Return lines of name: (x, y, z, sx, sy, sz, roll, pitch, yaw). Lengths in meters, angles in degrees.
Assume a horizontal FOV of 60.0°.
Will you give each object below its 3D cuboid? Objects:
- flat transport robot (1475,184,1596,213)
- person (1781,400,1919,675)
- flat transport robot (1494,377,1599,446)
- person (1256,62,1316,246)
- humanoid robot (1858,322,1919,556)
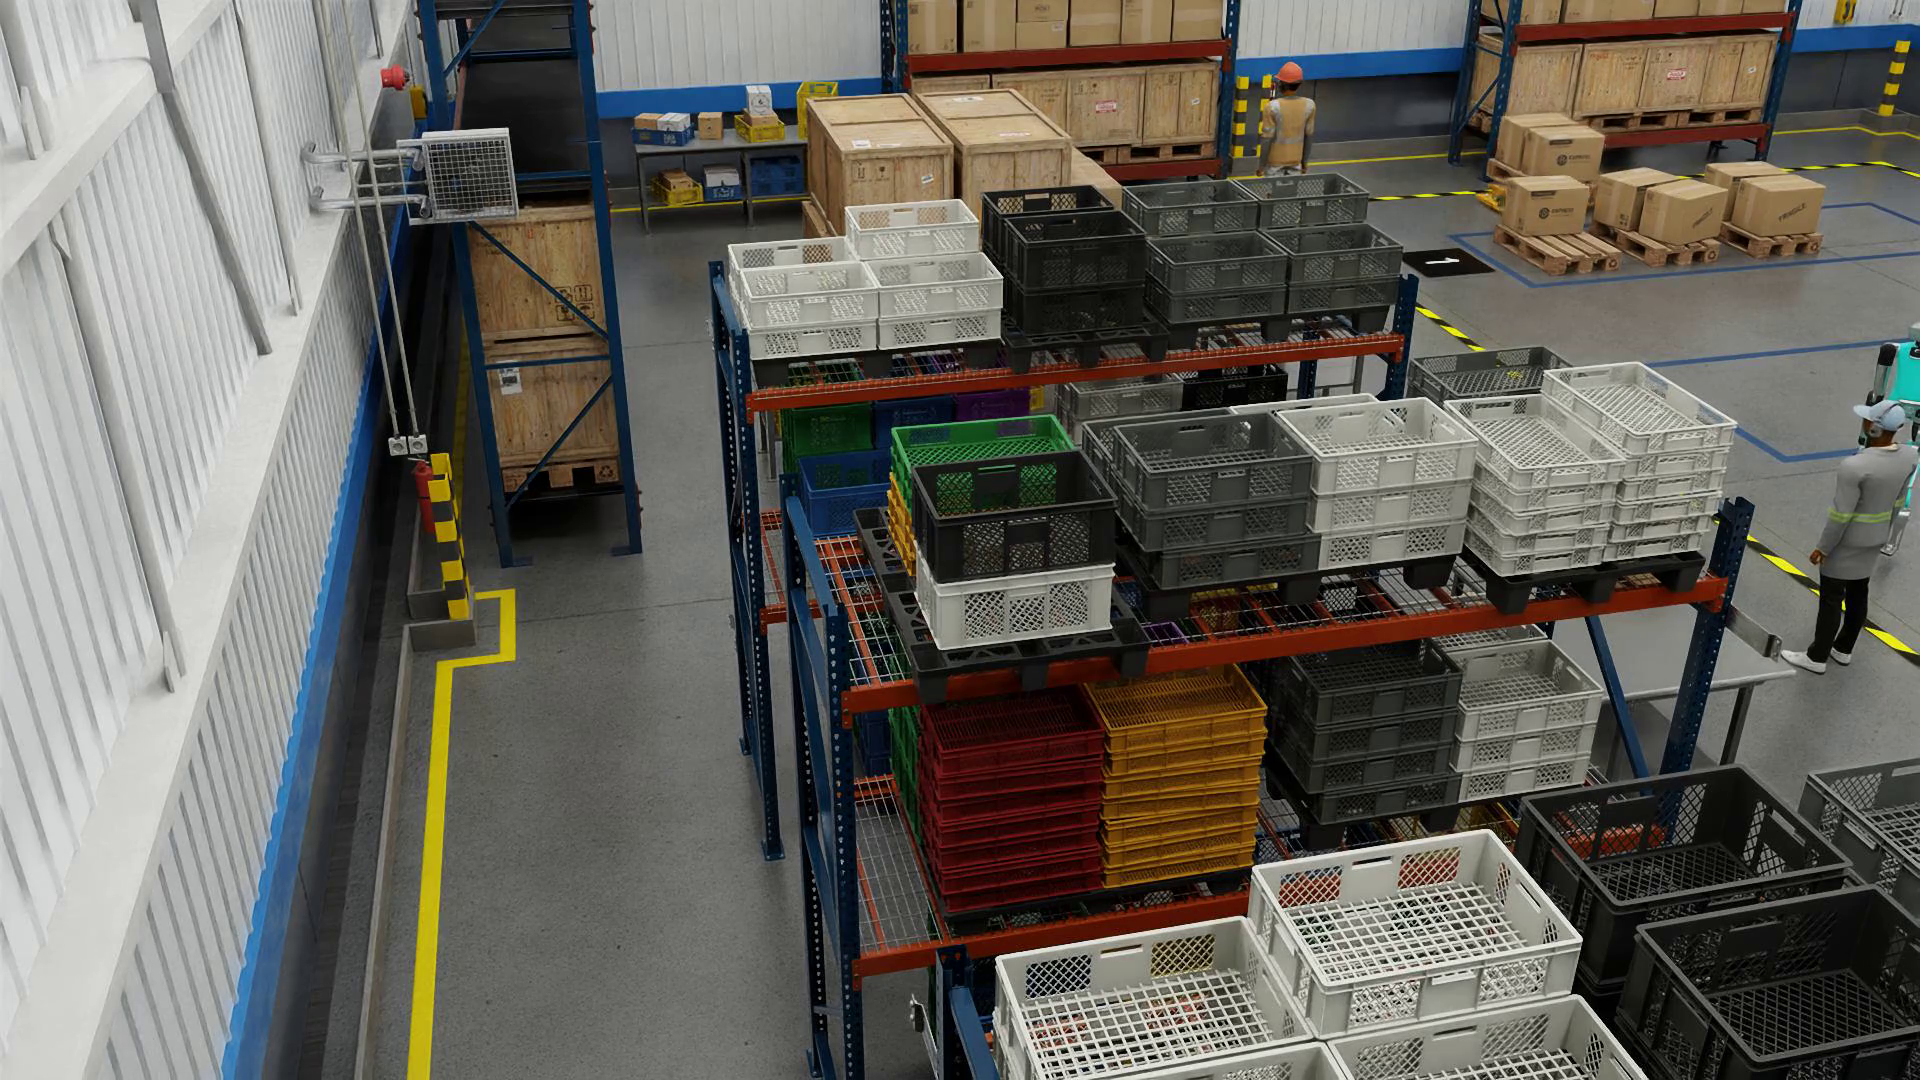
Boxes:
flat transport robot: (6.957, -4.118, 19.829, 1.431, 0.197, 0.652, -6, 28, -12)
person: (5.576, -0.022, 10.390, 0.593, 1.852, 0.367, -12, 30, -21)
flat transport robot: (4.780, -1.036, 14.013, 0.659, 0.231, 1.431, -6, 28, -12)
person: (3.486, -4.112, 17.942, 0.613, 2.047, 0.356, -8, 29, -15)
humanoid robot: (6.532, -0.646, 11.557, 0.533, 1.672, 0.735, 14, 31, 24)
